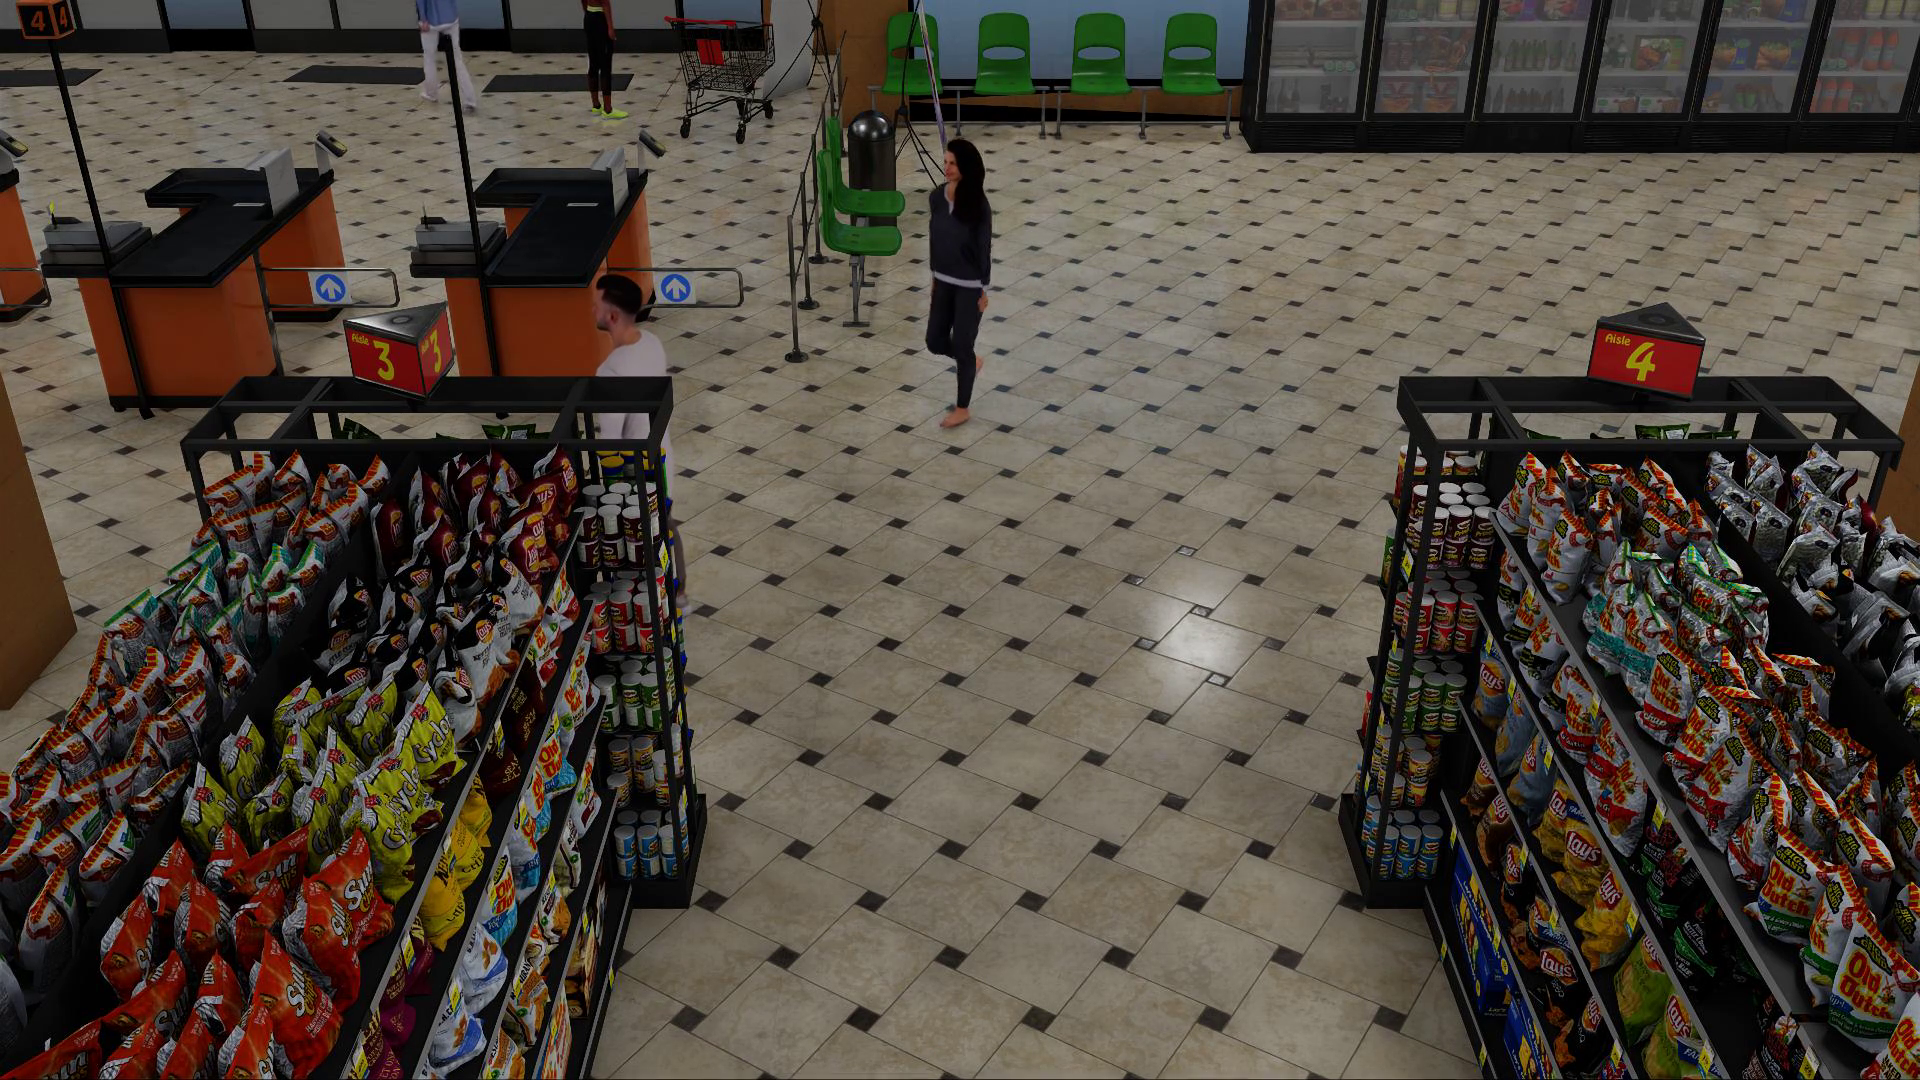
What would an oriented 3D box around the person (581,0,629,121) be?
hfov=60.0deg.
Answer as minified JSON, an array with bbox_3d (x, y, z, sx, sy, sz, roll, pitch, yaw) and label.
[{"bbox_3d":[-3.613,-5.105,16.568,0.700,1.754,0.634,-24,37,-37],"label":"person"}]

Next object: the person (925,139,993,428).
[{"bbox_3d":[0.052,-1.567,10.087,0.839,1.754,0.928,19,34,31],"label":"person"}]

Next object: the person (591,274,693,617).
[{"bbox_3d":[-1.507,-0.380,7.828,0.782,1.835,0.603,9,30,15],"label":"person"}]

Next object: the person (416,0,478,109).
[{"bbox_3d":[-5.181,-5.217,16.679,1.163,1.844,1.232,-24,37,-37],"label":"person"}]
